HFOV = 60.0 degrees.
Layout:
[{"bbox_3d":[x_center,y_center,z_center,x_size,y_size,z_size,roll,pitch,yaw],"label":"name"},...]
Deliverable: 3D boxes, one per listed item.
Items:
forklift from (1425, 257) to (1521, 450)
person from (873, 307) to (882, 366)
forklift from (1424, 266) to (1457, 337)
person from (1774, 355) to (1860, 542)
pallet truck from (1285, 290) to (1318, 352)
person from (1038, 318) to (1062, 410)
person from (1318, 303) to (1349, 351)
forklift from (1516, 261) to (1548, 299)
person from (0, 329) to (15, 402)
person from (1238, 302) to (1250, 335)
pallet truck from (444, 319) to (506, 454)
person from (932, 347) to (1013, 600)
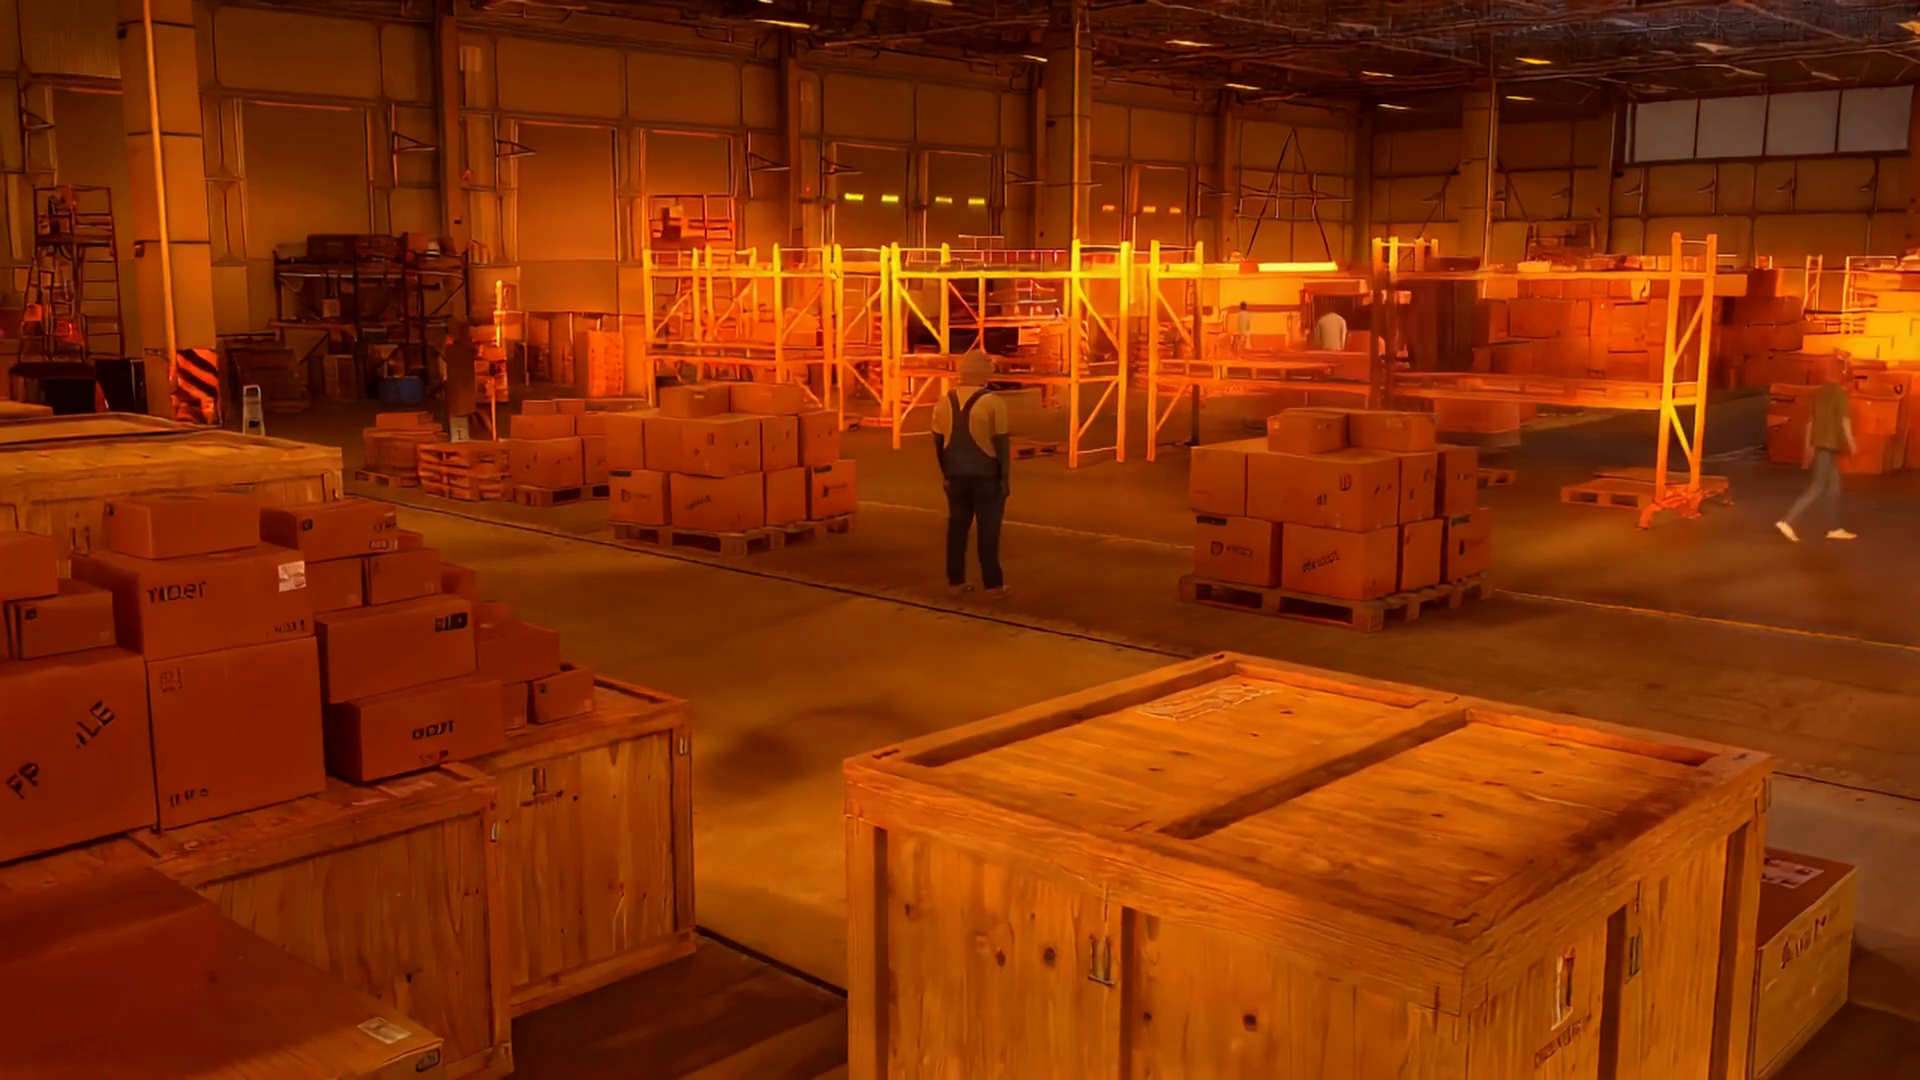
[{"bbox_3d":[7.242,-2.768,24.518,1.873,2.768,1.129,9,13,43],"label":"forklift"},{"bbox_3d":[-2.165,-5.389,44.416,0.321,1.632,0.523,-1,9,-7],"label":"person"},{"bbox_3d":[14.006,-6.379,46.656,1.873,2.768,1.129,3,10,15],"label":"forklift"},{"bbox_3d":[8.384,-0.884,16.185,0.913,1.836,0.520,-1,9,-5],"label":"person"},{"bbox_3d":[11.297,-6.951,52.861,1.885,1.965,0.823,-5,11,-29],"label":"pallet truck"},{"bbox_3d":[1.720,-3.331,31.485,0.484,1.735,0.335,-5,10,-27],"label":"person"},{"bbox_3d":[8.395,-4.370,37.415,0.633,1.887,1.030,8,12,42],"label":"person"},{"bbox_3d":[12.923,-4.937,37.813,1.873,2.768,1.129,9,13,43],"label":"forklift"},{"bbox_3d":[-12.958,-1.928,22.448,0.989,1.876,0.592,-5,11,-30],"label":"person"},{"bbox_3d":[8.720,-6.450,50.821,0.845,1.662,0.537,-2,9,-12],"label":"person"},{"bbox_3d":[-6.981,-1.942,22.150,1.885,1.965,0.823,1,9,9],"label":"pallet truck"},{"bbox_3d":[0.154,-0.547,13.466,0.689,2.000,0.537,6,11,33],"label":"person"}]
